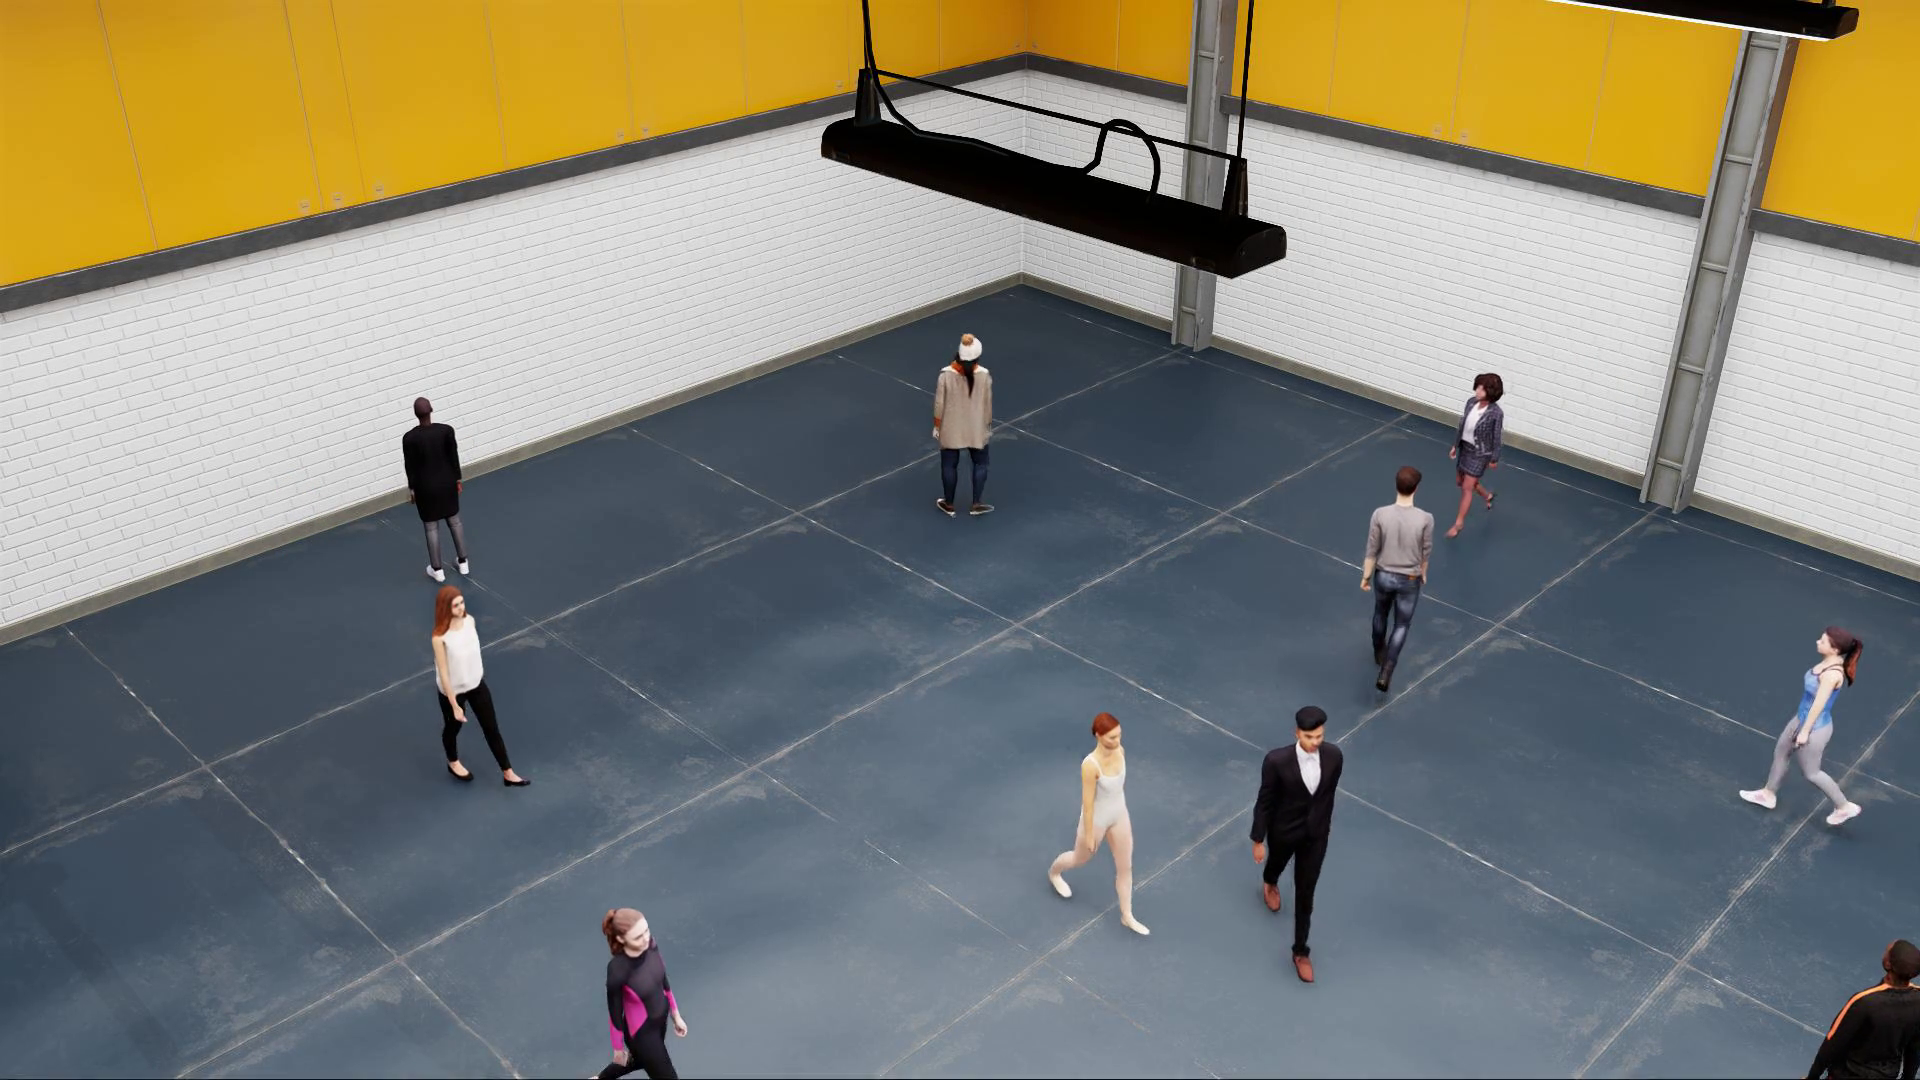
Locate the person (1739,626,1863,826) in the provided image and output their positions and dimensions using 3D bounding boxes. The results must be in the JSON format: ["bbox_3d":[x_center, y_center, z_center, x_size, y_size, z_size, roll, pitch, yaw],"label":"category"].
[{"bbox_3d":[6.175,1.357,11.890,1.078,1.586,0.772,13,31,23],"label":"person"}]

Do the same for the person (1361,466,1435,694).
[{"bbox_3d":[3.527,0.357,13.427,1.174,1.869,0.988,12,31,22],"label":"person"}]

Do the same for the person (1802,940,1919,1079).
[{"bbox_3d":[4.840,2.925,8.834,1.137,1.760,1.278,-3,29,-5],"label":"person"}]

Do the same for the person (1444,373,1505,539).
[{"bbox_3d":[4.937,-0.816,15.780,0.859,1.675,0.950,-14,31,-23],"label":"person"}]

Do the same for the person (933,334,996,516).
[{"bbox_3d":[0.023,-1.117,16.106,0.901,1.891,0.956,-5,29,-9],"label":"person"}]

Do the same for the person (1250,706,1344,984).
[{"bbox_3d":[2.151,1.817,10.786,1.220,1.834,1.334,-2,29,-4],"label":"person"}]

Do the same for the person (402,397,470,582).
[{"bbox_3d":[-4.745,-0.470,15.056,0.678,1.761,0.614,-18,33,-30],"label":"person"}]

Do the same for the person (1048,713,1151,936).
[{"bbox_3d":[0.874,1.827,11.007,0.565,1.606,1.042,-25,37,-38],"label":"person"}]

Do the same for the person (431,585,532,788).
[{"bbox_3d":[-3.747,1.087,12.277,1.017,1.689,0.678,20,34,32],"label":"person"}]

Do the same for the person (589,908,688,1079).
[{"bbox_3d":[-1.815,2.711,9.280,1.193,1.708,0.855,11,31,20],"label":"person"}]
